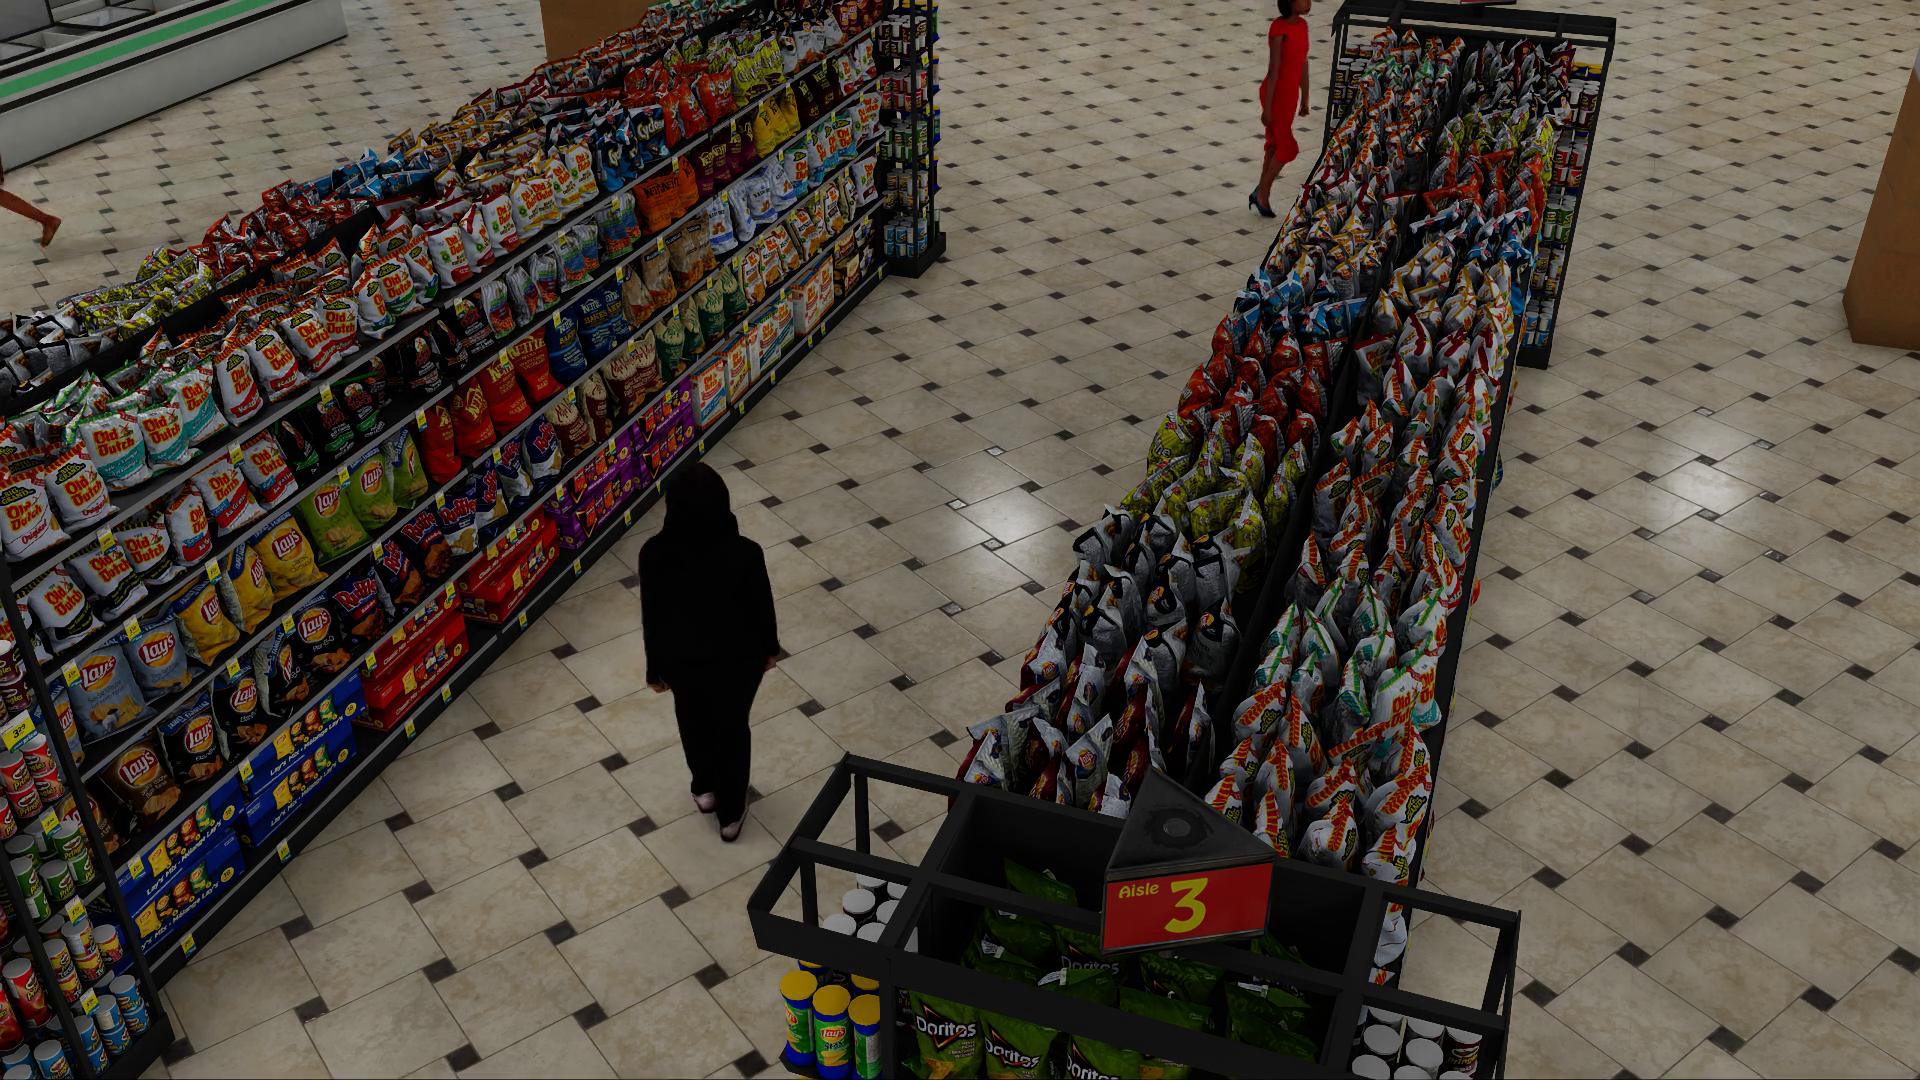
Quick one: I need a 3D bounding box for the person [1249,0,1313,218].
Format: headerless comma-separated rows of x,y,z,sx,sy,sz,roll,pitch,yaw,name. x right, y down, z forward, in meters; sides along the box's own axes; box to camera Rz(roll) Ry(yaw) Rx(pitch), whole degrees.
2.228,-3.166,11.981,0.753,1.730,0.662,23,39,33,person

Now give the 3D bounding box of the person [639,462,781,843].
-0.945,0.488,6.227,0.759,1.604,0.768,-2,32,-3,person
